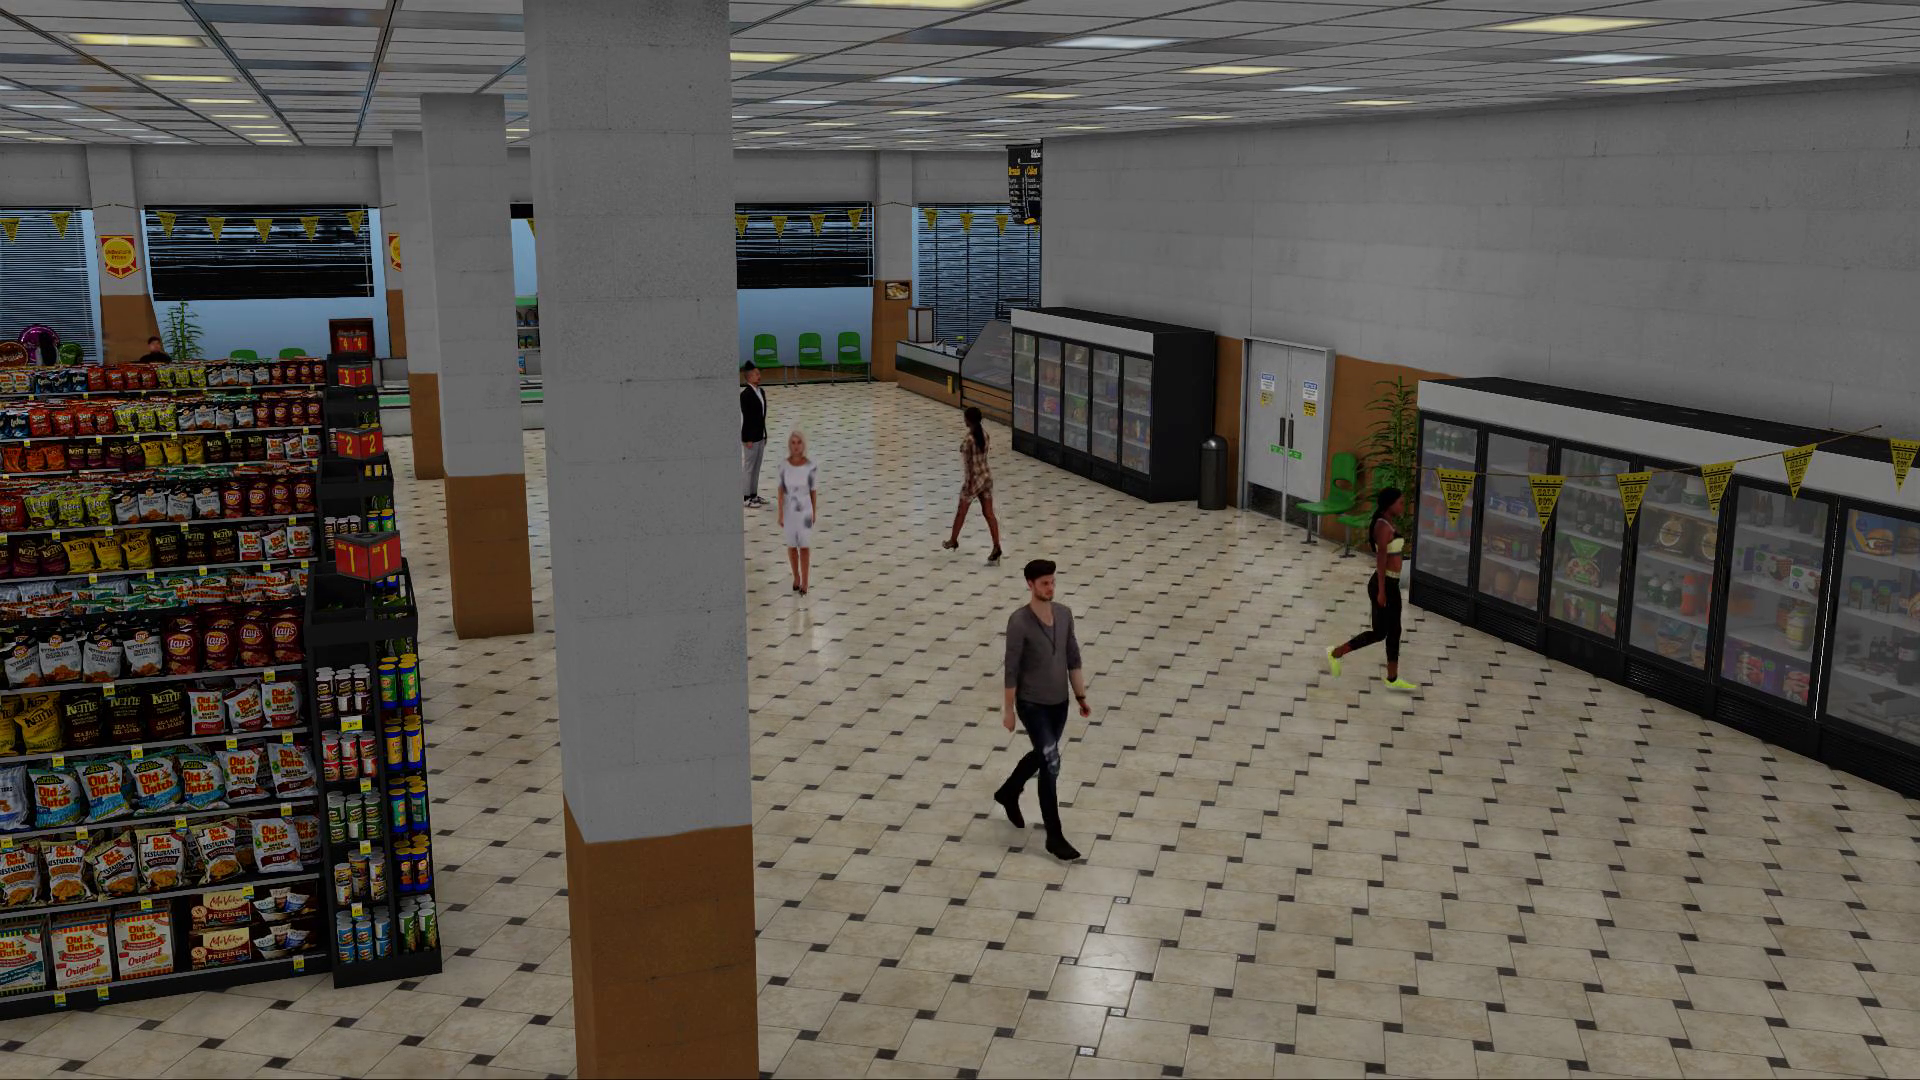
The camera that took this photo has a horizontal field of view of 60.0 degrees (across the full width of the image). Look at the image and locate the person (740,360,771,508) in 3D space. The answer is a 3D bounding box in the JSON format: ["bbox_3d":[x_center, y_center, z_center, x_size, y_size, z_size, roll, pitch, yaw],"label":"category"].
[{"bbox_3d":[-2.767,-1.433,22.266,0.823,1.954,0.794,4,13,18],"label":"person"}]

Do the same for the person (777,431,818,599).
[{"bbox_3d":[-1.714,-0.271,17.342,1.036,1.710,0.824,-1,12,-4],"label":"person"}]

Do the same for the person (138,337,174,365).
[{"bbox_3d":[-13.155,-2.398,27.238,1.171,1.795,1.049,-10,16,-40],"label":"person"}]

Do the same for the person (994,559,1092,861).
[{"bbox_3d":[0.481,1.038,10.710,1.219,1.881,1.028,-10,16,-40],"label":"person"}]

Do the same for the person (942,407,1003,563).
[{"bbox_3d":[0.269,-0.586,18.771,1.122,1.737,0.952,-11,16,-42],"label":"person"}]

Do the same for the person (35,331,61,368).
[{"bbox_3d":[-16.209,-2.860,29.602,0.732,1.725,0.649,7,14,31],"label":"person"}]

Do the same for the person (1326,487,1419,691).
[{"bbox_3d":[3.489,0.419,14.007,1.041,1.734,0.985,5,13,24],"label":"person"}]
